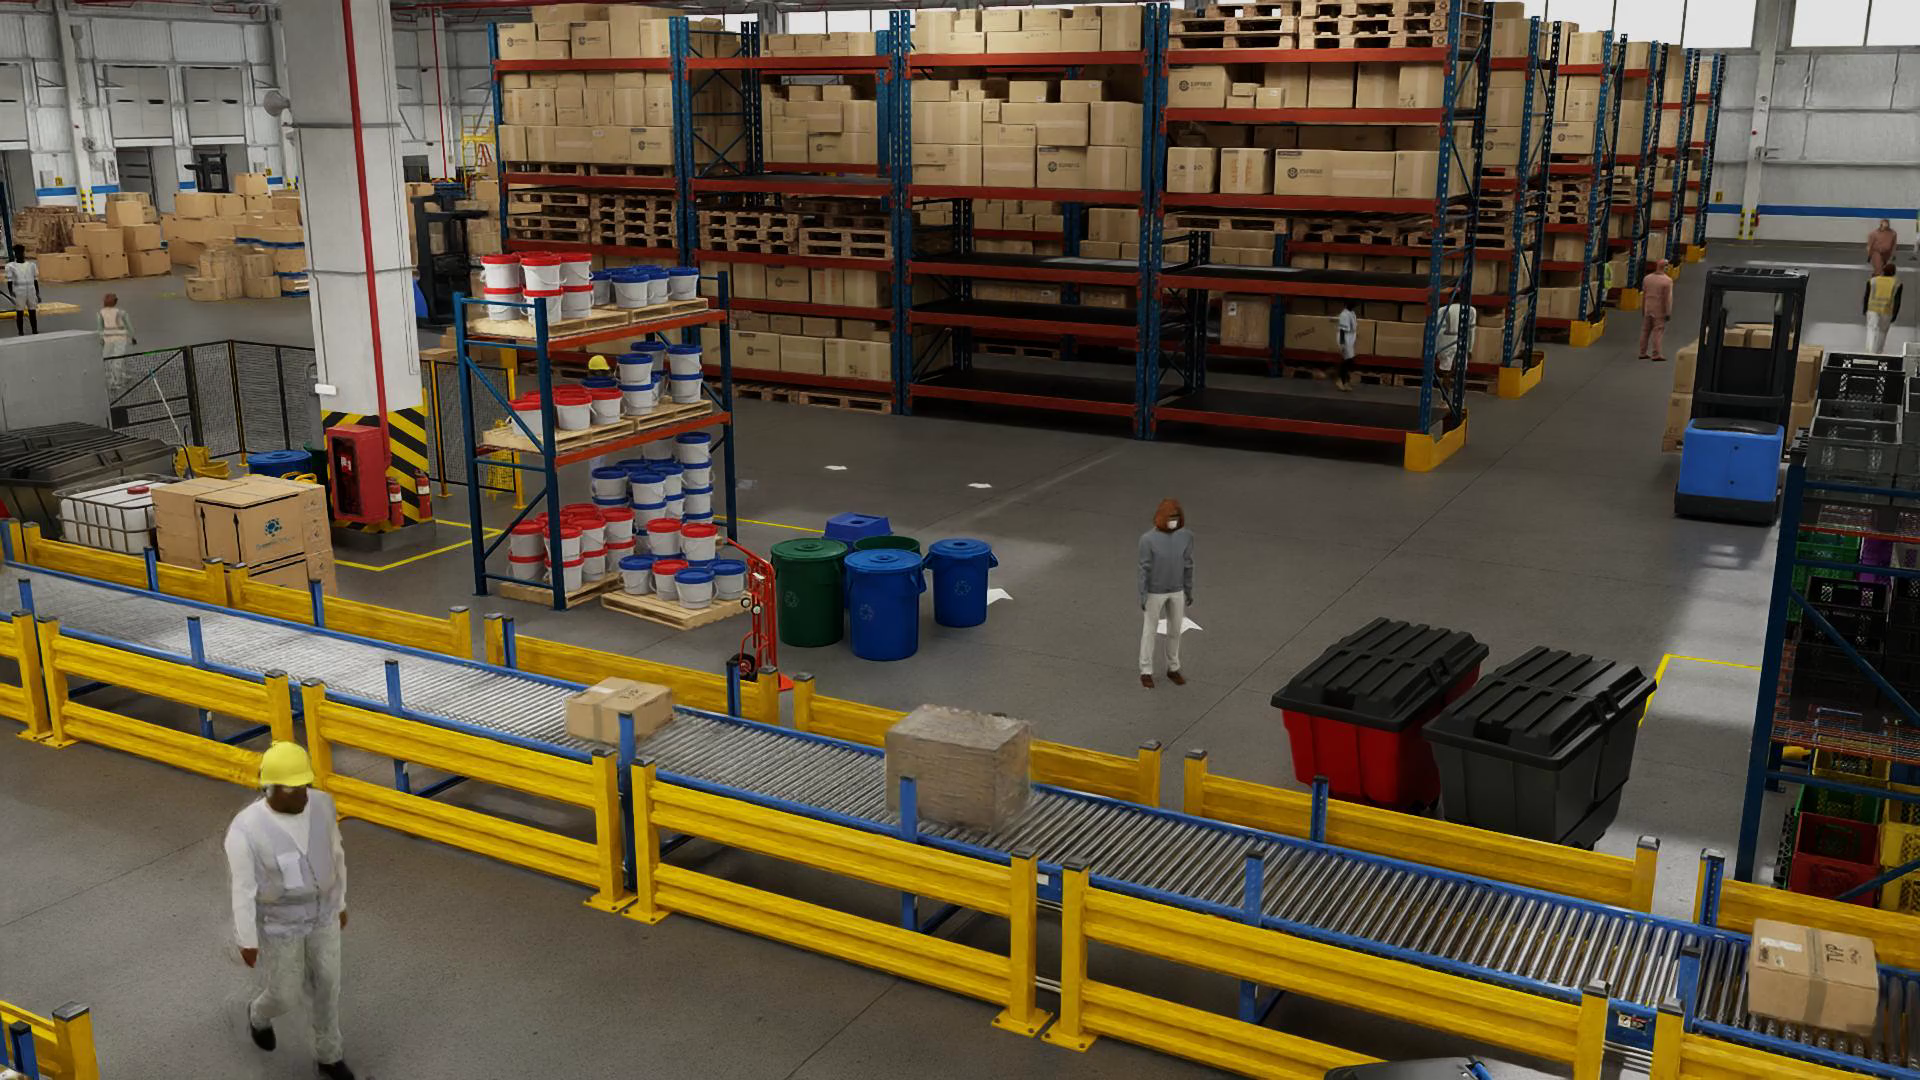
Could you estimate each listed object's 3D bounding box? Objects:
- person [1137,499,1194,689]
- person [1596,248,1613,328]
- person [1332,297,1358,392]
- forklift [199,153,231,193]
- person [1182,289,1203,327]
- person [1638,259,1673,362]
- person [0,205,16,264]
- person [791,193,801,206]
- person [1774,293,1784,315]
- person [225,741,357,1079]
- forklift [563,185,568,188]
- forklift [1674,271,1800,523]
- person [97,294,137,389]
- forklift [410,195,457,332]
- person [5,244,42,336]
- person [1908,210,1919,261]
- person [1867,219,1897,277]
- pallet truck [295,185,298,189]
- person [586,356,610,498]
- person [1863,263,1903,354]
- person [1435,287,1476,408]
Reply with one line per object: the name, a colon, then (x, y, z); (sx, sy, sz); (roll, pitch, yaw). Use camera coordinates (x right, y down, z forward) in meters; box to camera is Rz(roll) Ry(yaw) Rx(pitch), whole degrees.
person: (1.703, 0.442, 13.845); (0.495, 1.624, 0.282); (-5, 16, -18)
person: (13.817, -5.404, 35.684); (0.315, 1.696, 0.541); (8, 17, 26)
person: (6.482, -3.298, 27.768); (0.366, 1.685, 0.551); (8, 17, 28)
forklift: (-27.440, -12.865, 61.464); (1.873, 2.768, 1.129); (8, 17, 28)
person: (4.588, -4.766, 32.863); (0.589, 1.917, 0.553); (8, 17, 28)
person: (13.064, -4.304, 31.171); (0.400, 1.899, 0.649); (-8, 17, -27)
person: (-27.418, -8.678, 47.607); (0.638, 1.911, 0.903); (6, 16, 23)
person: (-5.300, -10.316, 53.698); (0.581, 1.932, 0.369); (12, 19, 38)
person: (15.519, -4.219, 31.367); (0.280, 1.624, 0.493); (1, 15, 4)
person: (-3.322, 1.832, 8.251); (0.625, 1.812, 0.605); (11, 18, 36)
forklift: (-14.755, -13.448, 63.654); (1.873, 2.768, 1.129); (8, 17, 28)
forklift: (9.269, -1.763, 19.726); (1.129, 2.768, 1.873); (8, 17, 27)
person: (-14.342, -3.388, 28.308); (0.517, 1.591, 0.874); (1, 15, 5)
forklift: (-11.056, -5.871, 35.172); (1.873, 2.768, 1.129); (8, 17, 28)
person: (-18.866, -4.972, 33.541); (0.368, 1.966, 0.602); (12, 19, 38)
person: (29.112, -9.333, 50.226); (0.857, 1.808, 0.599); (-13, 19, -39)
person: (23.439, -7.240, 42.311); (0.626, 1.846, 1.017); (1, 15, 2)
pallet truck: (-26.804, -14.617, 69.738); (1.885, 1.965, 0.823); (-14, 20, -42)
person: (-4.422, -1.388, 20.453); (0.312, 1.768, 0.522); (1, 15, 4)
person: (17.435, -4.336, 31.479); (0.627, 1.805, 0.934); (9, 17, 29)
person: (7.720, -3.008, 26.031); (0.609, 2.034, 0.404); (0, 15, 0)
